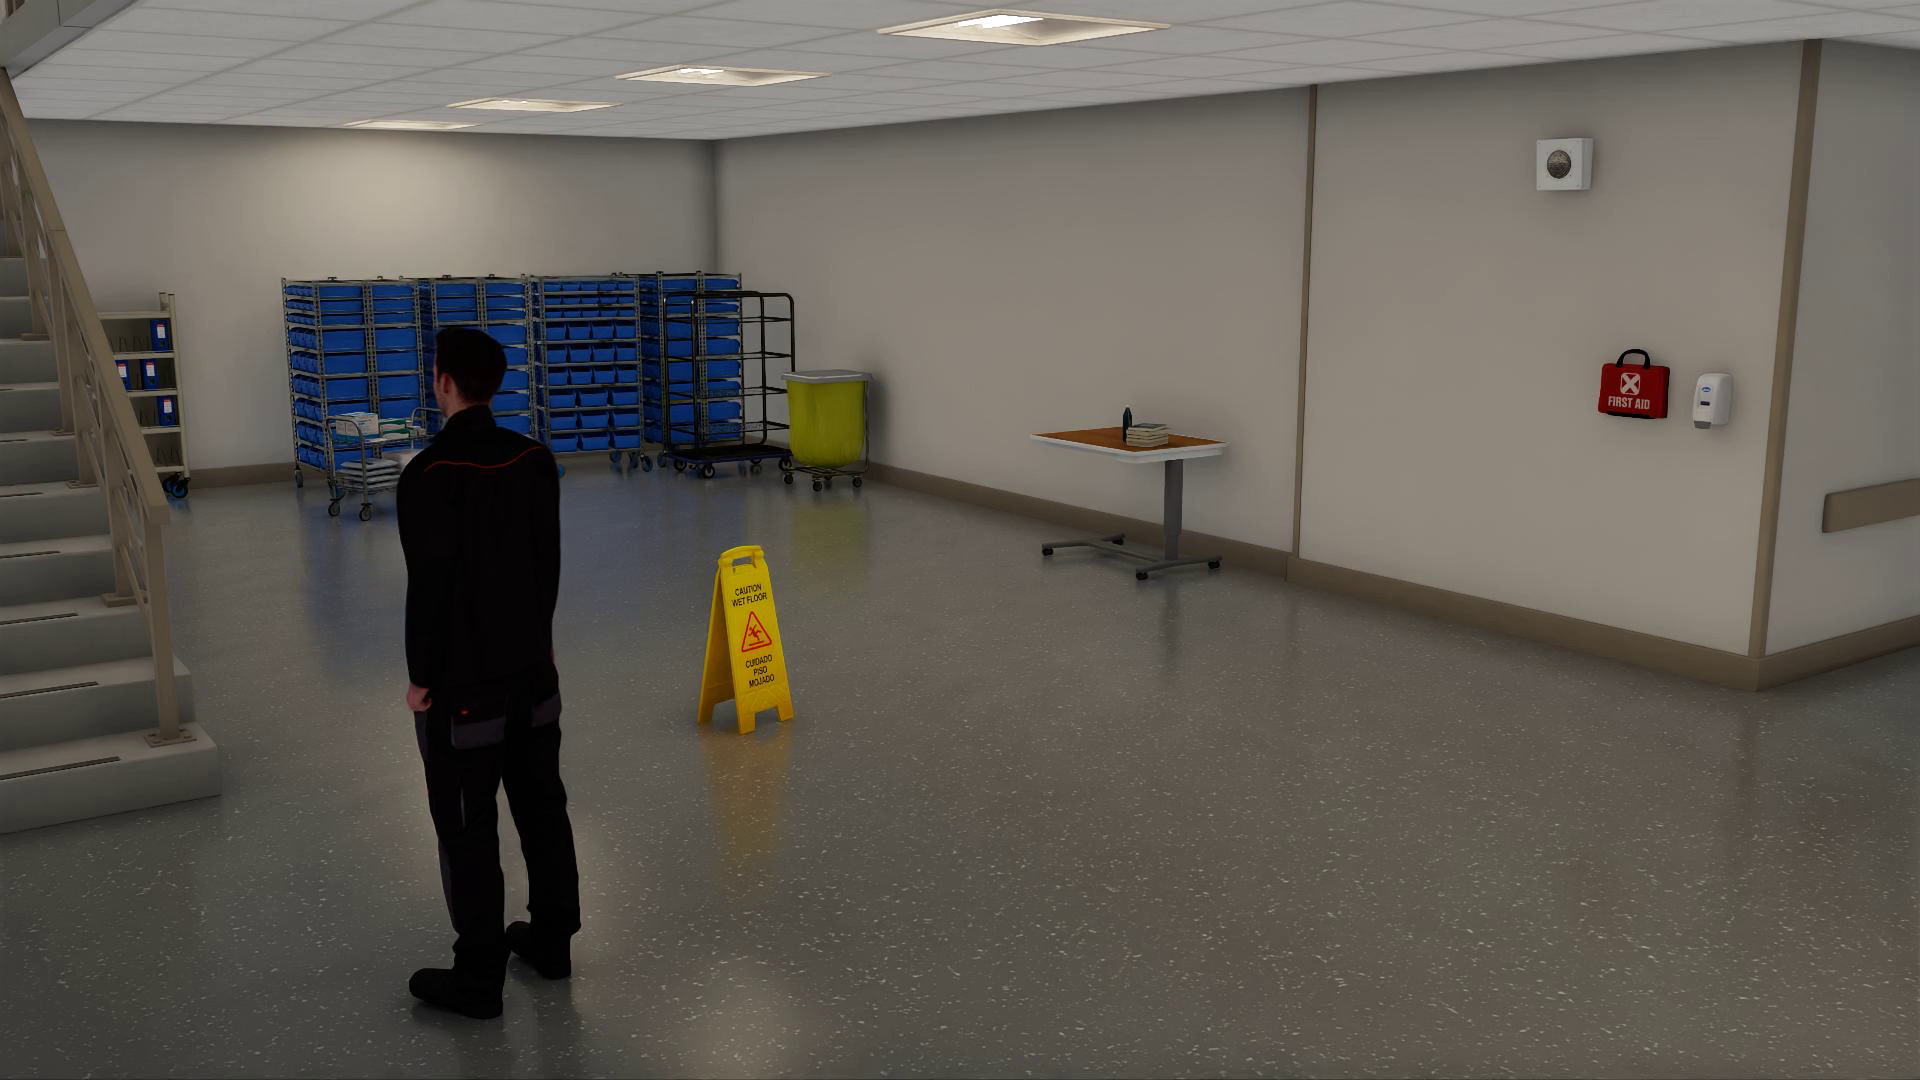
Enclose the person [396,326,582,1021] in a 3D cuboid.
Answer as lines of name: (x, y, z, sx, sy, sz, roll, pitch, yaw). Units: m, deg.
person: (-1.327, 0.356, 4.655, 0.723, 1.916, 0.763, 7, 13, 34)
